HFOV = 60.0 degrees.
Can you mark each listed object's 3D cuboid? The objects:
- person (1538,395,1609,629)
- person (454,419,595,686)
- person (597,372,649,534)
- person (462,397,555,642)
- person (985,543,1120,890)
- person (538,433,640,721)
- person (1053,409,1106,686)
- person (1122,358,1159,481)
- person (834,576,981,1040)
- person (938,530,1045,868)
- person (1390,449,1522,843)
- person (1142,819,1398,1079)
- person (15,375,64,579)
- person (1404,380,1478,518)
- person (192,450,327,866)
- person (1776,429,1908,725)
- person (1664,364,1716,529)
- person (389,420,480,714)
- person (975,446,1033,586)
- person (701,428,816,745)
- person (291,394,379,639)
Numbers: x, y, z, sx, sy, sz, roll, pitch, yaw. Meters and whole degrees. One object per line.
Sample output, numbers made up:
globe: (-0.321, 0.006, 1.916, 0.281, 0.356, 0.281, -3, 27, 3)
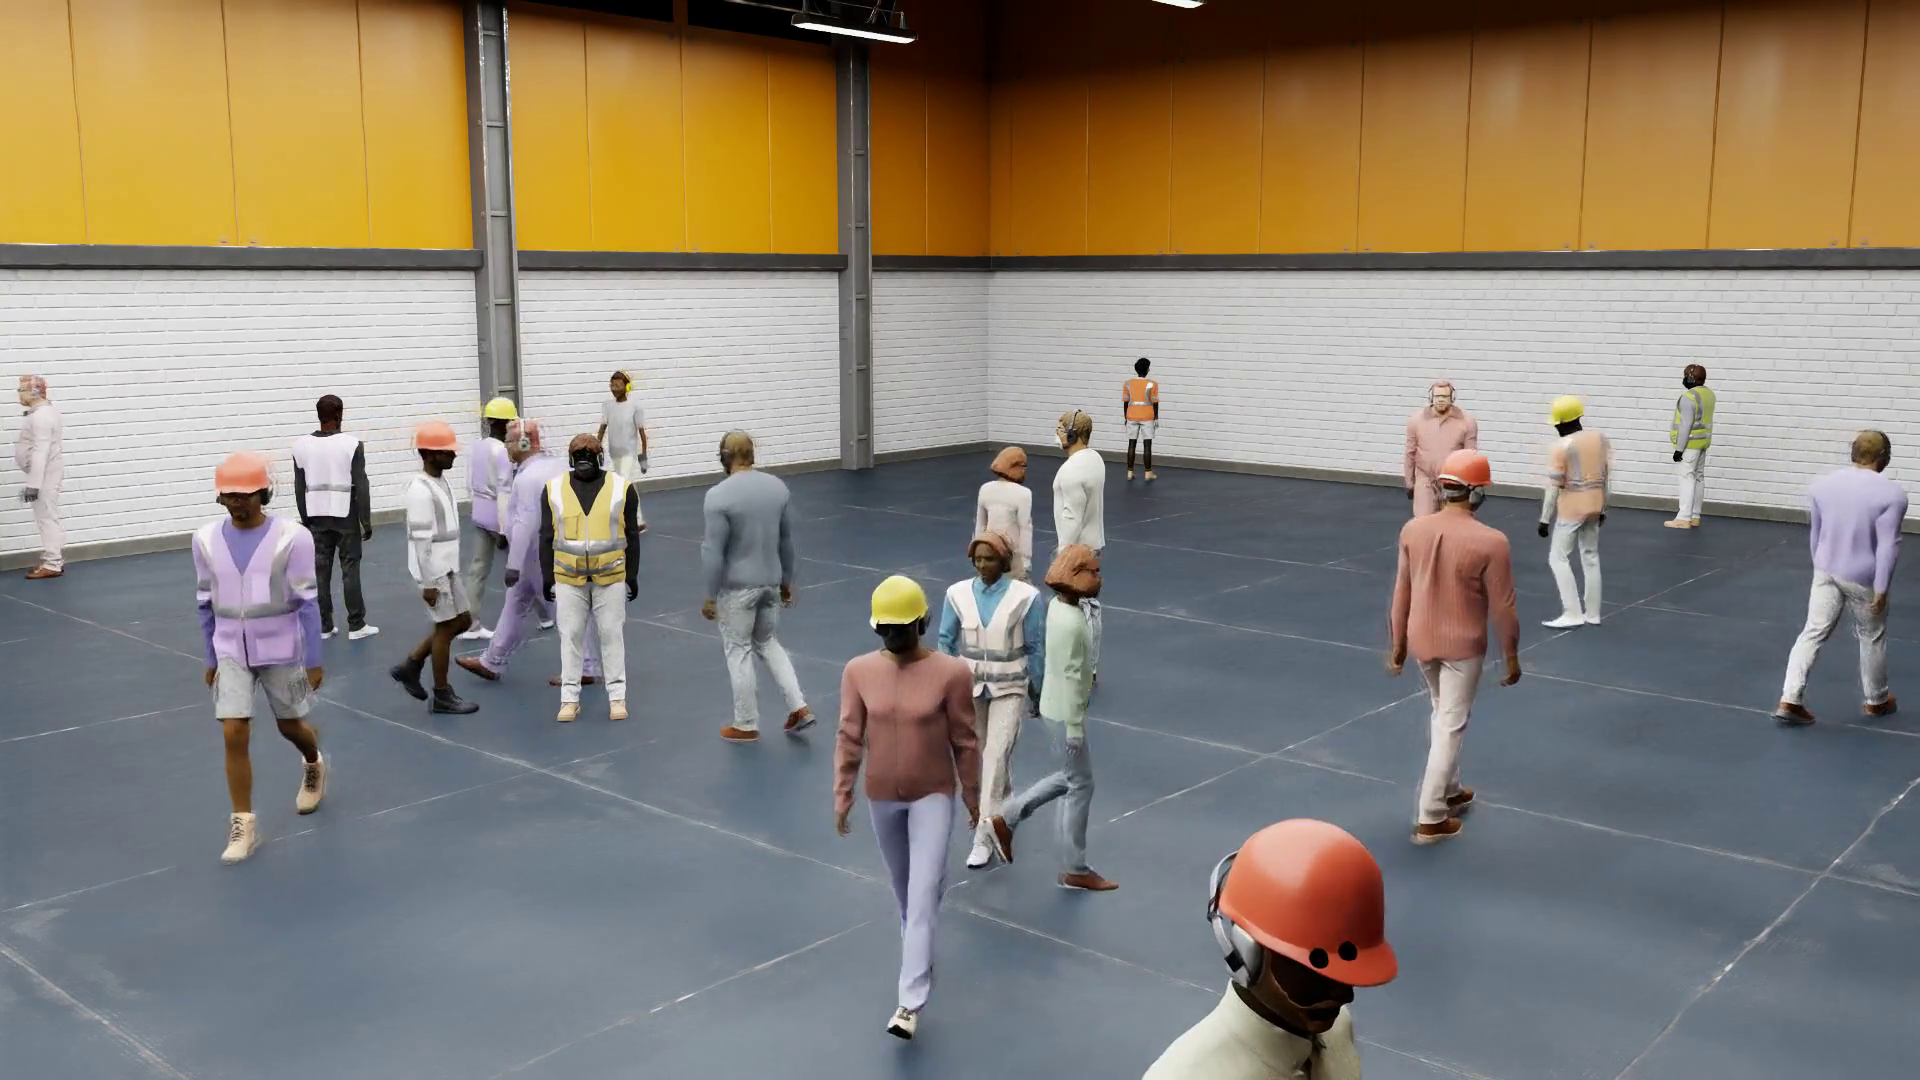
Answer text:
person: (4.966, -0.222, 13.367, 0.668, 1.883, 0.381, -5, 10, -28)
person: (-2.998, 0.103, 11.394, 0.990, 1.847, 0.666, -1, 9, -9)
person: (-3.636, -0.896, 17.806, 0.535, 1.815, 0.996, 4, 10, 24)
person: (-3.533, -0.172, 13.032, 0.589, 1.877, 0.970, 9, 13, 44)
person: (0.438, 0.814, 7.700, 0.550, 1.619, 0.532, 0, 9, 0)
person: (-2.356, 0.237, 10.591, 0.633, 1.843, 0.429, -1, 9, -8)
person: (0.785, 0.083, 11.258, 0.373, 1.940, 0.629, 3, 10, 19)
person: (2.507, -1.670, 23.020, 0.539, 1.695, 0.318, 5, 10, 28)
person: (-0.222, 0.986, 6.278, 0.538, 1.708, 0.907, 2, 9, 15)
person: (0.154, 0.732, 8.262, 0.533, 1.593, 0.871, 3, 10, 20)
person: (2.573, 0.518, 8.448, 0.846, 1.963, 0.634, -7, 11, -37)
person: (0.502, 1.416, 2.742, 0.390, 1.986, 0.609, 7, 11, 37)
person: (-8.611, -0.590, 15.585, 0.403, 1.903, 0.701, -4, 10, -25)
person: (4.384, -0.507, 15.173, 0.648, 1.878, 0.845, 2, 9, 14)
person: (-3.471, 0.524, 8.327, 0.607, 2.006, 0.956, 0, 9, -2)
person: (5.597, 0.241, 10.494, 1.046, 1.886, 0.628, -6, 11, -32)
person: (8.194, -1.050, 18.680, 0.625, 1.844, 0.429, -8, 12, -43)
person: (-3.399, 0.181, 10.702, 0.504, 1.918, 0.559, 0, 9, -1)
person: (0.315, 0.128, 11.963, 0.592, 1.610, 0.366, 8, 12, 41)
person: (-1.245, 0.294, 10.004, 0.513, 1.912, 0.669, 8, 12, 41)
person: (-4.868, -0.172, 12.938, 0.589, 1.914, 0.392, 1, 9, 6)
